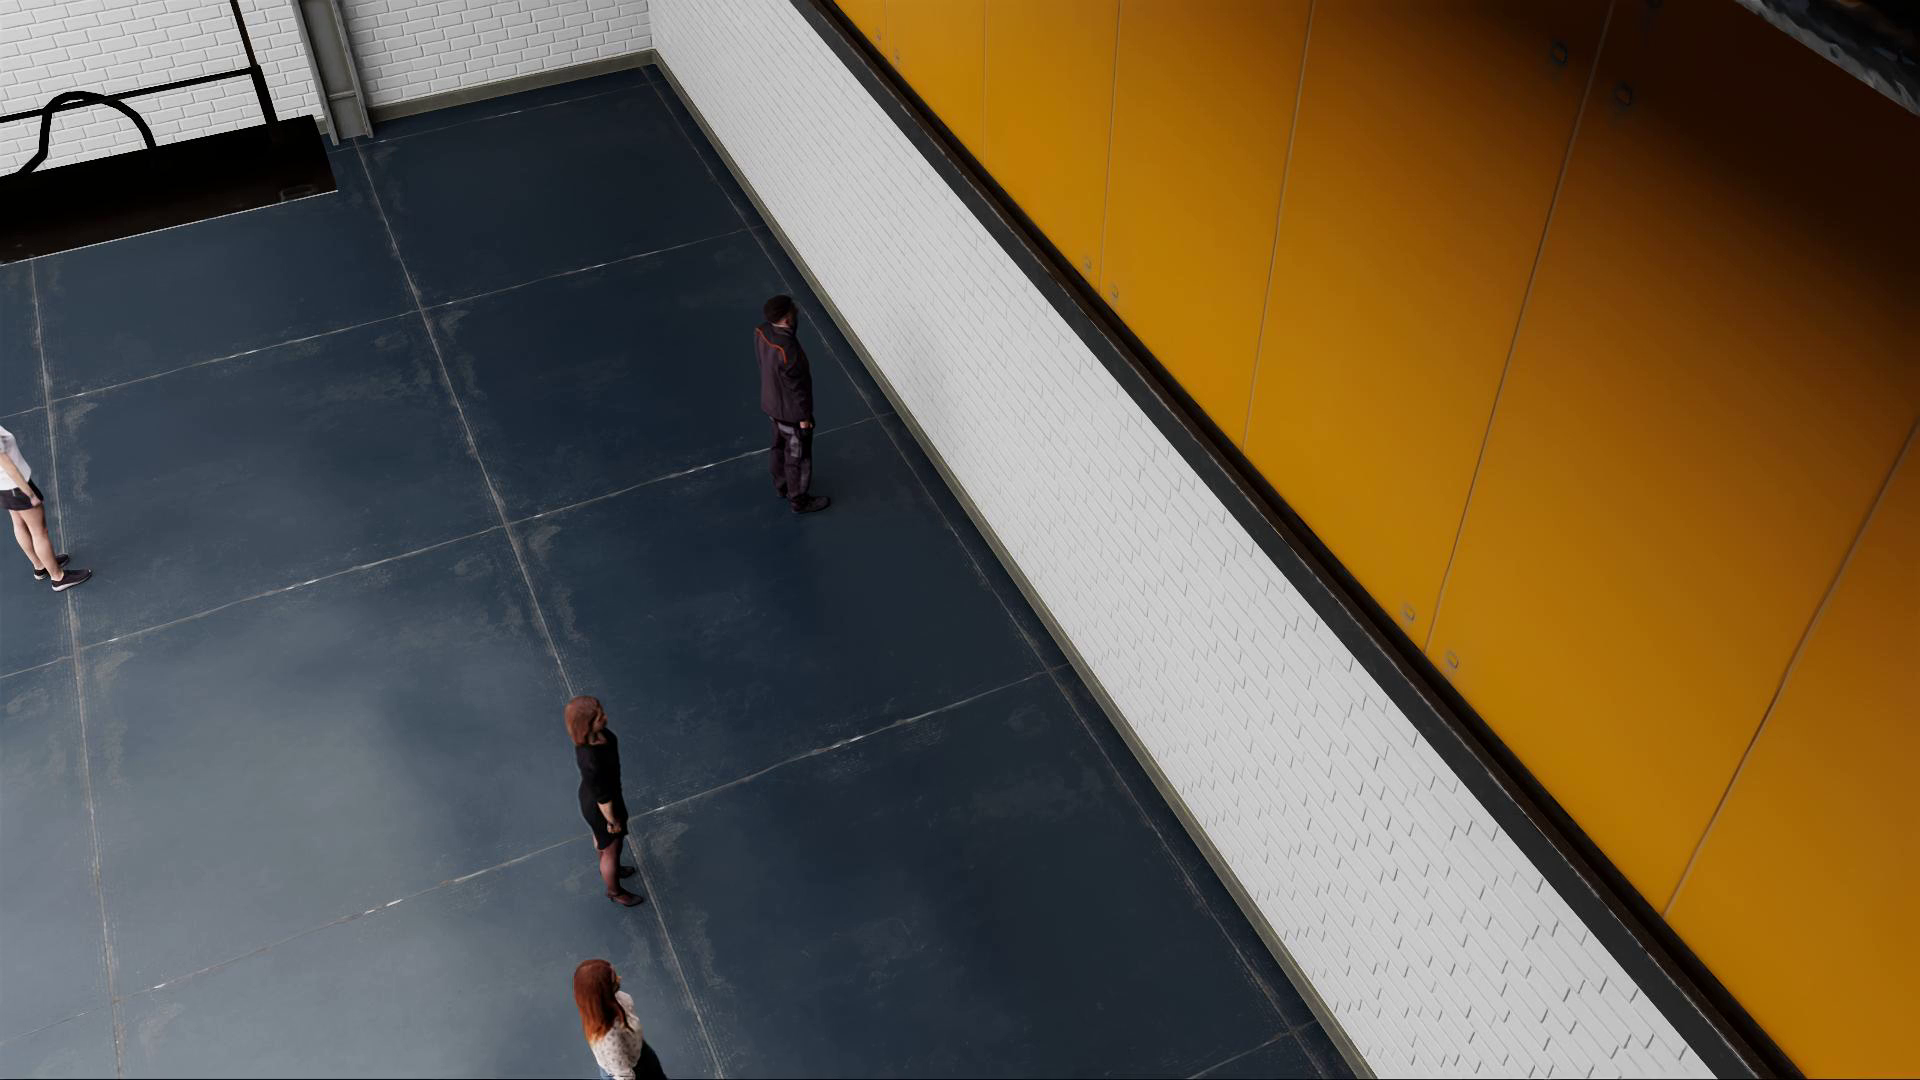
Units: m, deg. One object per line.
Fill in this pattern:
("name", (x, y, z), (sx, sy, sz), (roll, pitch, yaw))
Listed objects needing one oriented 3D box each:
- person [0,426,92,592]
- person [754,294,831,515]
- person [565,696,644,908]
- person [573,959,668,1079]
("person", (-6.492, -0.377, 11.382), (0.659, 1.753, 0.686), (28, 50, 26))
("person", (-1.239, -0.993, 11.950), (0.652, 1.861, 0.743), (-24, 49, -23))
("person", (-2.036, 1.479, 9.469), (0.533, 1.705, 0.613), (-12, 45, -12))
("person", (-1.755, 2.640, 8.251), (1.120, 1.703, 0.731), (-10, 44, -10))
